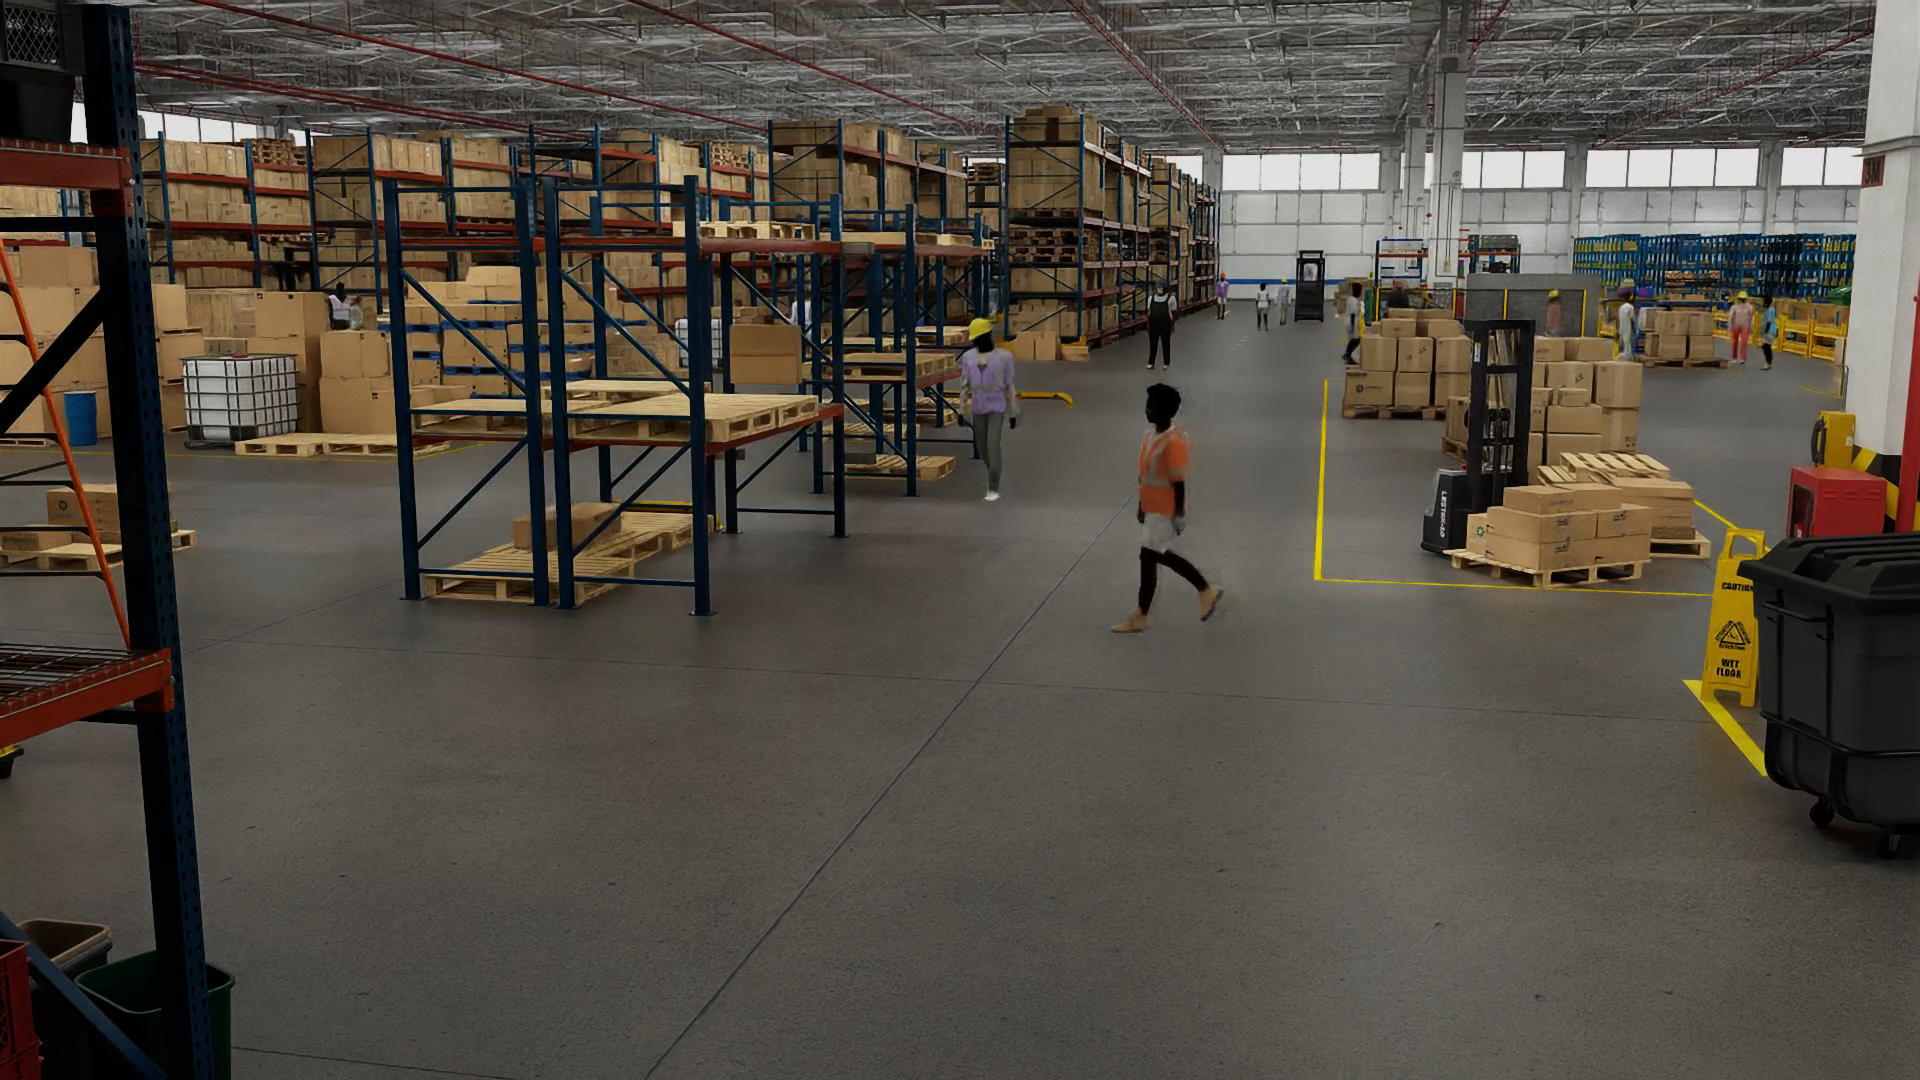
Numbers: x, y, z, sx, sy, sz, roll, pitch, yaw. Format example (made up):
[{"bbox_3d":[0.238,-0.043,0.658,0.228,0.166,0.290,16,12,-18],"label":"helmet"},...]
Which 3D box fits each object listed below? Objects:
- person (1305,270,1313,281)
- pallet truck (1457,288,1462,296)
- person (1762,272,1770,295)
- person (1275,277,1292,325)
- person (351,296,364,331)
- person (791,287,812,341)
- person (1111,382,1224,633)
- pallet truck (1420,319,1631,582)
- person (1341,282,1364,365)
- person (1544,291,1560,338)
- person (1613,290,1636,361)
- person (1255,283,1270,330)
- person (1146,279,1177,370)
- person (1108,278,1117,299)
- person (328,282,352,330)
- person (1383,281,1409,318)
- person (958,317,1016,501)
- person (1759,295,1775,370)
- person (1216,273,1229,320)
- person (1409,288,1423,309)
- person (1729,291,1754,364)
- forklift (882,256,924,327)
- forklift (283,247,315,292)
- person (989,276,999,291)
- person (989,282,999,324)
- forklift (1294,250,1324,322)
[{"bbox_3d":[17.894,-12.883,85.331,0.608,1.928,0.539,-9,13,-44],"label":"person"},{"bbox_3d":[20.506,-9.785,68.819,0.653,1.274,1.630,2,10,12],"label":"pallet truck"},{"bbox_3d":[42.750,-13.354,88.399,0.659,1.821,0.576,0,10,3],"label":"person"},{"bbox_3d":[12.090,-8.918,62.188,0.589,1.810,0.798,1,10,8],"label":"person"},{"bbox_3d":[-14.707,-5.135,40.384,0.801,1.600,0.527,0,10,2],"label":"person"},{"bbox_3d":[-3.358,-4.555,36.156,0.618,1.870,0.410,1,10,4],"label":"person"},{"bbox_3d":[1.403,-0.218,11.071,0.767,1.676,0.533,-2,10,-10],"label":"person"},{"bbox_3d":[4.543,-0.757,13.299,0.823,1.965,1.885,-4,10,-22],"label":"pallet truck"},{"bbox_3d":[9.160,-5.000,38.597,0.444,1.942,0.603,0,10,2],"label":"person"},{"bbox_3d":[13.713,-4.899,38.553,0.368,1.751,0.541,9,13,42],"label":"person"},{"bbox_3d":[13.977,-4.348,35.028,0.713,1.842,0.511,0,10,-3],"label":"person"},{"bbox_3d":[10.502,-8.086,57.639,0.532,1.672,0.702,0,10,2],"label":"person"},{"bbox_3d":[4.494,-4.839,37.346,0.674,2.000,0.535,4,10,21],"label":"person"},{"bbox_3d":[7.672,-12.588,83.913,0.632,1.822,0.773,2,10,9],"label":"person"},{"bbox_3d":[-15.304,-5.412,41.136,0.592,1.910,0.385,-7,12,-35],"label":"person"},{"bbox_3d":[10.919,-5.494,41.554,0.615,1.943,1.022,-6,11,-32],"label":"person"},{"bbox_3d":[0.329,-1.379,17.310,0.603,1.893,0.723,5,11,28],"label":"person"},{"bbox_3d":[18.078,-4.651,37.306,0.335,1.685,0.641,3,10,15],"label":"person"},{"bbox_3d":[10.759,-9.995,68.263,0.557,1.896,0.894,2,10,14],"label":"person"},{"bbox_3d":[15.744,-7.986,57.290,0.630,1.597,0.409,-2,10,-12],"label":"person"},{"bbox_3d":[18.572,-5.055,39.579,0.530,1.720,0.919,3,10,19],"label":"person"},{"bbox_3d":[-1.513,-5.582,39.258,1.129,2.768,1.873,2,10,12],"label":"forklift"},{"bbox_3d":[-19.593,-7.335,49.639,1.129,2.768,1.873,2,10,12],"label":"forklift"},{"bbox_3d":[1.831,-13.525,89.182,0.553,1.915,0.826,0,10,3],"label":"person"},{"bbox_3d":[1.267,-9.087,63.734,0.530,1.621,0.506,-7,12,-38],"label":"person"},{"bbox_3d":[13.778,-10.002,65.433,1.129,2.768,1.873,2,10,12],"label":"forklift"}]
